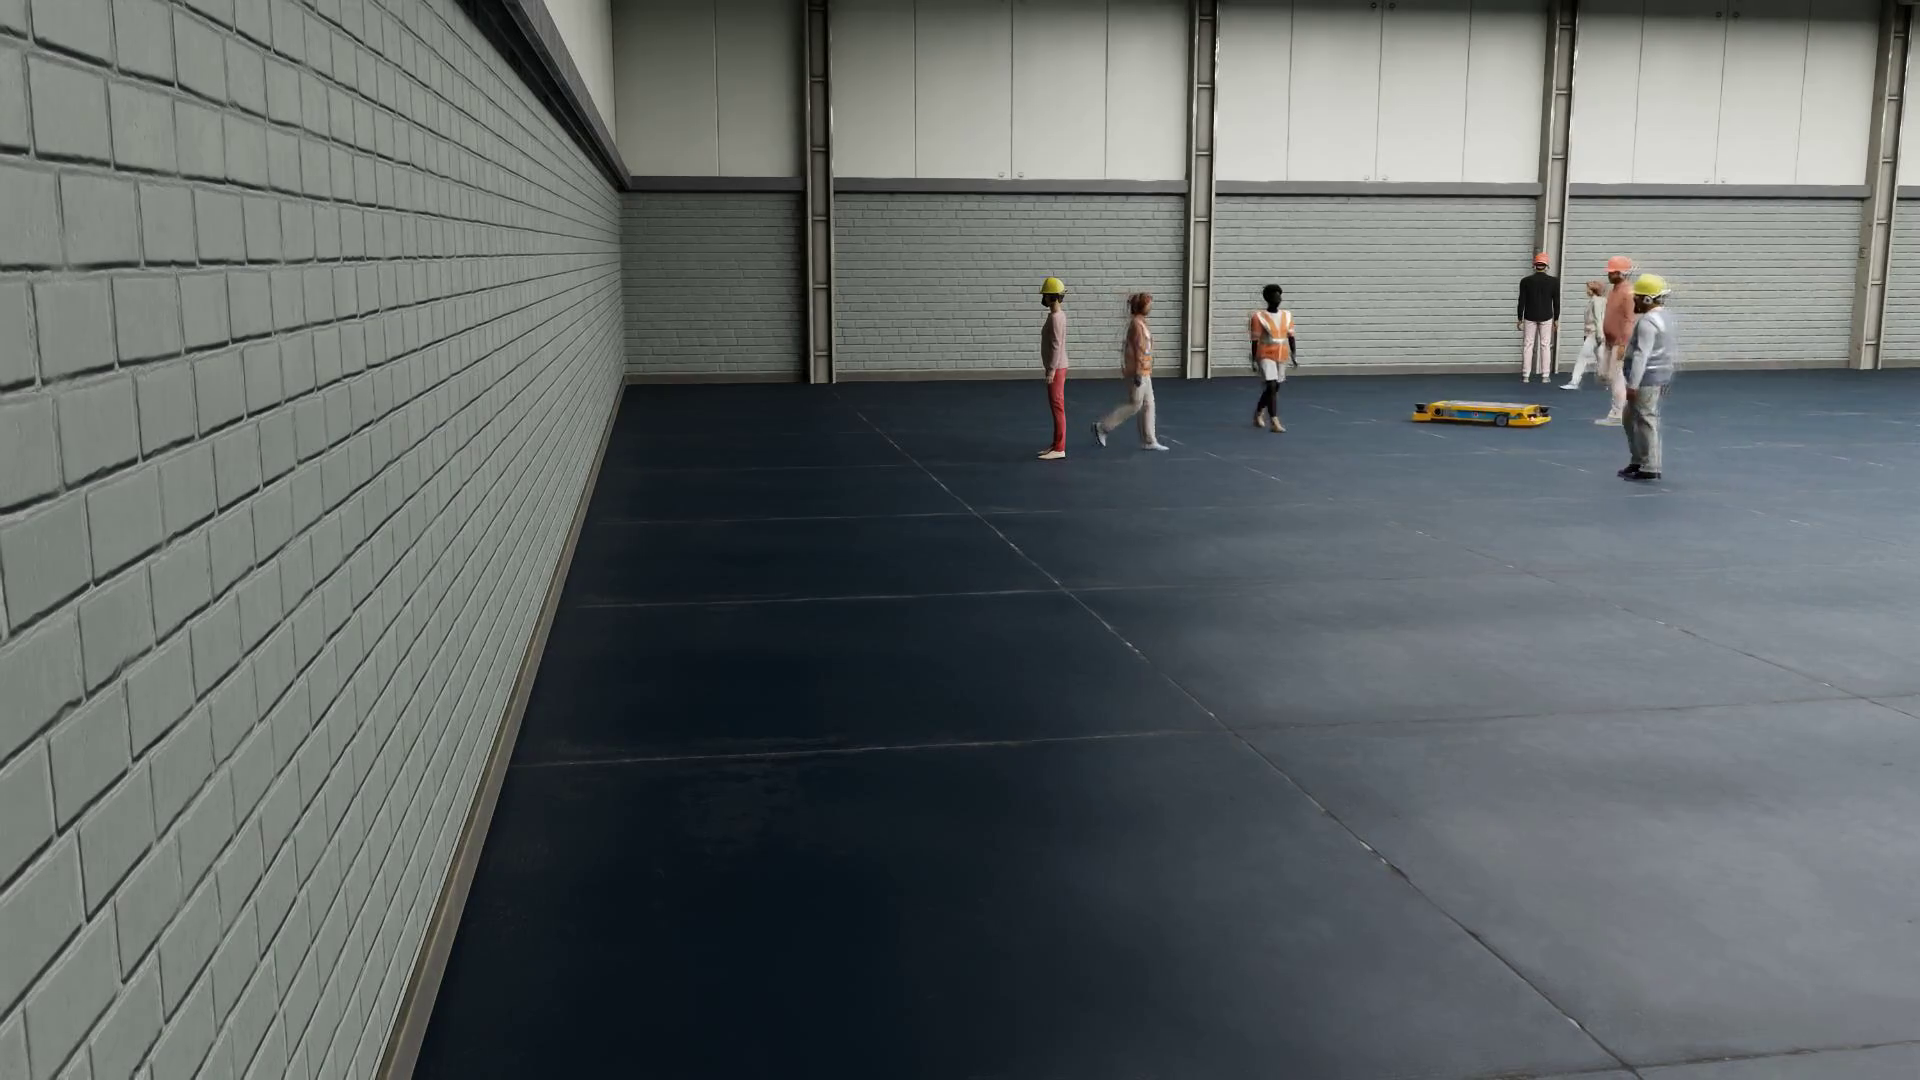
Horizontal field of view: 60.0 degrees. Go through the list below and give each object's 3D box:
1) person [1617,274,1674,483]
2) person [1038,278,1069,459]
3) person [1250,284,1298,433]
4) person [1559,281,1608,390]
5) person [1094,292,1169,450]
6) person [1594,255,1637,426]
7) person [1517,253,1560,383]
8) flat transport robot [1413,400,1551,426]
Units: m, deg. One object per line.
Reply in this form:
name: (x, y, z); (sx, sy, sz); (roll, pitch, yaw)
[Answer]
person: (5.964, -1.415, 14.619); (0.532, 1.814, 0.623); (7, 12, 35)
person: (0.905, -1.669, 16.244); (0.309, 1.769, 0.525); (1, 10, 4)
person: (3.504, -2.067, 18.833); (0.534, 1.667, 0.821); (-4, 11, -24)
person: (9.260, -2.971, 24.204); (0.850, 1.601, 0.534); (3, 10, 15)
person: (1.748, -1.698, 16.852); (0.693, 1.613, 0.522); (2, 10, 11)
person: (7.632, -2.295, 19.255); (0.484, 1.980, 0.612); (0, 10, -1)
person: (8.929, -3.424, 25.684); (0.625, 1.992, 0.388); (3, 10, 17)
flat transport robot: (6.145, -1.503, 19.584); (1.431, 0.197, 0.652); (6, 12, 33)
